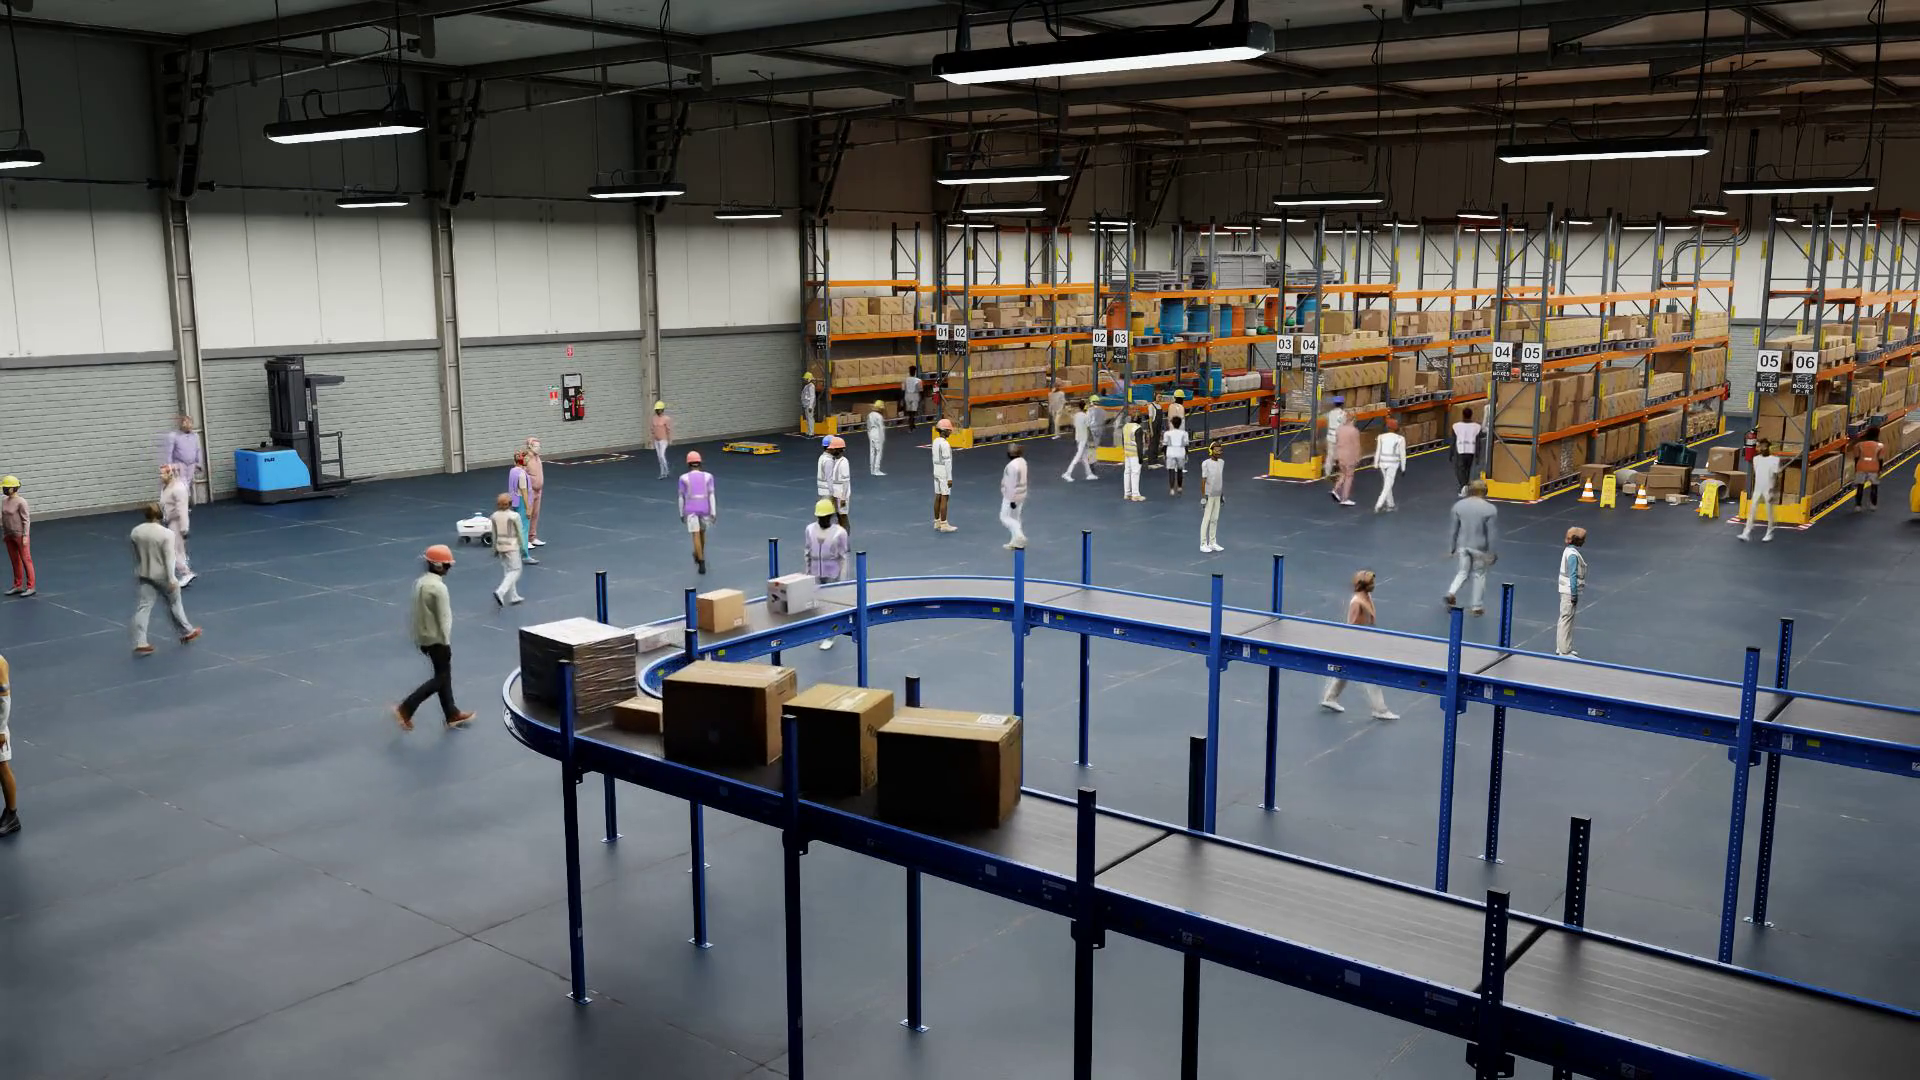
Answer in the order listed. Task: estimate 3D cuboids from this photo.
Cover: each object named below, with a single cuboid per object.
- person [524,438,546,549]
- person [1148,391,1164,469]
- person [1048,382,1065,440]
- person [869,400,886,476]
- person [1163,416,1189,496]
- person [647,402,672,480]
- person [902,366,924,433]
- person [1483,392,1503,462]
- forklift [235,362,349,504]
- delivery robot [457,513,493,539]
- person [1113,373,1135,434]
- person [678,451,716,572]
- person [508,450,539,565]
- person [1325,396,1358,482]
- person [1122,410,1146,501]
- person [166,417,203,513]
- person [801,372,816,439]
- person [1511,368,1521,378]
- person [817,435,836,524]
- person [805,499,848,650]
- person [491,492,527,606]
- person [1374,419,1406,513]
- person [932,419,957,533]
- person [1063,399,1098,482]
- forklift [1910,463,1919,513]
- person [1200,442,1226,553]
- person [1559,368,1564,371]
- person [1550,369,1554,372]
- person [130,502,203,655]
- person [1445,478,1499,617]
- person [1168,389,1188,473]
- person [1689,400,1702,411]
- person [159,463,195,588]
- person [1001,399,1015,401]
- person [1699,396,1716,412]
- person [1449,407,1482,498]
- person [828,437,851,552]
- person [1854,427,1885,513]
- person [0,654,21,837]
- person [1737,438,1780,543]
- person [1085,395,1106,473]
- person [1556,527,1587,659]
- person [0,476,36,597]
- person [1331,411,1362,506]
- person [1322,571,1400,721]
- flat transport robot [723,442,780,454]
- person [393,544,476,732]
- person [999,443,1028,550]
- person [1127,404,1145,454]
[{"bbox_3d":[-7.300,-0.807,26.710,0.406,1.894,0.658,2,10,12],"label":"person"},{"bbox_3d":[4.622,-2.603,36.919,0.338,1.845,0.514,7,12,33],"label":"person"},{"bbox_3d":[2.622,-3.533,42.899,0.514,1.571,0.835,7,12,33],"label":"person"},{"bbox_3d":[-1.915,-2.334,35.803,0.372,1.706,0.532,-8,13,-39],"label":"person"},{"bbox_3d":[4.511,-1.756,32.699,0.534,1.651,0.868,1,10,4],"label":"person"},{"bbox_3d":[-6.729,-2.222,35.043,0.529,1.752,0.447,6,12,32],"label":"person"},{"bbox_3d":[-1.364,-4.029,44.746,0.619,1.924,0.996,3,10,15],"label":"person"},{"bbox_3d":[12.573,-2.549,36.643,0.606,1.831,0.951,7,12,33],"label":"person"},{"bbox_3d":[-13.803,-2.244,32.110,1.129,2.768,1.873,8,13,37],"label":"forklift"},{"bbox_3d":[-8.309,-0.225,27.027,0.707,0.478,0.477,0,10,2],"label":"delivery robot"},{"bbox_3d":[4.511,-3.716,43.025,0.641,1.908,0.922,6,12,31],"label":"person"},{"bbox_3d":[-4.181,-0.467,24.814,0.550,1.867,1.045,-4,11,-21],"label":"person"},{"bbox_3d":[-7.088,-0.532,25.264,0.386,1.845,0.567,-7,12,-33],"label":"person"},{"bbox_3d":[8.435,-2.236,34.697,0.957,1.896,0.632,-6,12,-32],"label":"person"},{"bbox_3d":[3.572,-1.735,32.062,0.430,1.838,0.624,-5,11,-25],"label":"person"},{"bbox_3d":[-15.053,-1.453,30.382,0.527,1.876,0.684,4,11,24],"label":"person"},{"bbox_3d":[-4.194,-3.720,43.229,0.404,1.837,0.596,-3,11,-18],"label":"person"},{"bbox_3d":[15.141,-3.702,42.683,0.391,1.995,0.613,-2,10,-10],"label":"person"},{"bbox_3d":[-2.219,-0.806,26.519,0.391,1.948,0.605,-3,11,-17],"label":"person"},{"bbox_3d":[-1.698,0.426,19.673,0.608,1.911,0.429,4,11,20],"label":"person"},{"bbox_3d":[-6.412,0.137,22.107,0.524,1.619,0.622,5,11,27],"label":"person"},{"bbox_3d":[8.309,-1.429,30.352,0.897,1.847,0.605,-10,14,-44],"label":"person"},{"bbox_3d":[-0.289,-1.174,28.317,0.369,2.045,0.608,-5,11,-25],"label":"person"},{"bbox_3d":[2.681,-2.216,34.891,0.988,1.821,0.511,-6,11,-29],"label":"person"},{"bbox_3d":[19.034,-1.348,28.998,2.313,2.155,1.214,8,13,37],"label":"forklift"},{"bbox_3d":[4.268,-0.735,26.345,0.535,1.868,0.309,-8,13,-38],"label":"person"},{"bbox_3d":[17.289,-4.157,45.213,0.608,2.020,0.785,7,12,35],"label":"person"},{"bbox_3d":[19.595,-5.284,52.047,0.590,1.833,0.404,-5,11,-27],"label":"person"},{"bbox_3d":[-10.022,0.454,19.599,0.649,1.886,1.016,2,10,13],"label":"person"},{"bbox_3d":[6.995,0.117,21.418,0.656,1.916,0.617,10,14,44],"label":"person"},{"bbox_3d":[5.037,-2.521,36.230,0.364,1.928,0.586,-5,11,-26],"label":"person"},{"bbox_3d":[21.700,-4.210,46.091,0.738,1.802,0.638,-2,10,-12],"label":"person"},{"bbox_3d":[-11.707,-0.200,23.252,0.433,1.891,0.678,-9,13,-41],"label":"person"},{"bbox_3d":[1.371,-4.167,45.538,0.546,1.918,0.579,7,12,35],"label":"person"},{"bbox_3d":[21.625,-4.171,45.369,0.667,1.969,0.633,7,12,33],"label":"person"},{"bbox_3d":[10.406,-1.789,32.188,0.599,1.894,0.686,1,10,4],"label":"person"},{"bbox_3d":[-2.032,-0.768,26.331,0.375,1.939,0.546,-3,11,-17],"label":"person"},{"bbox_3d":[17.692,-1.363,30.450,0.548,1.659,0.787,8,13,39],"label":"person"},{"bbox_3d":[-8.288,1.553,13.267,0.542,1.939,0.363,5,11,25],"label":"person"},{"bbox_3d":[13.928,-0.851,27.130,0.970,1.818,0.536,-7,12,-34],"label":"person"},{"bbox_3d":[3.093,-2.460,36.292,0.639,1.786,0.483,-7,12,-33],"label":"person"},{"bbox_3d":[7.498,0.650,19.196,0.307,1.638,0.513,3,10,15],"label":"person"},{"bbox_3d":[-13.790,-0.063,22.841,0.525,1.772,0.309,4,11,23],"label":"person"},{"bbox_3d":[7.788,-1.637,31.364,0.430,1.892,0.652,-3,11,-19],"label":"person"},{"bbox_3d":[4.289,1.105,16.754,0.847,1.595,0.529,5,11,24],"label":"person"},{"bbox_3d":[-5.364,-2.375,40.186,1.431,0.197,0.652,8,13,37],"label":"flat transport robot"},{"bbox_3d":[-5.492,1.024,16.204,0.782,1.970,0.625,-8,13,-37],"label":"person"},{"bbox_3d":[0.911,-0.729,26.426,0.438,1.828,0.629,5,11,26],"label":"person"},{"bbox_3d":[4.039,-2.313,35.944,0.544,1.617,0.344,-5,11,-27],"label":"person"}]
